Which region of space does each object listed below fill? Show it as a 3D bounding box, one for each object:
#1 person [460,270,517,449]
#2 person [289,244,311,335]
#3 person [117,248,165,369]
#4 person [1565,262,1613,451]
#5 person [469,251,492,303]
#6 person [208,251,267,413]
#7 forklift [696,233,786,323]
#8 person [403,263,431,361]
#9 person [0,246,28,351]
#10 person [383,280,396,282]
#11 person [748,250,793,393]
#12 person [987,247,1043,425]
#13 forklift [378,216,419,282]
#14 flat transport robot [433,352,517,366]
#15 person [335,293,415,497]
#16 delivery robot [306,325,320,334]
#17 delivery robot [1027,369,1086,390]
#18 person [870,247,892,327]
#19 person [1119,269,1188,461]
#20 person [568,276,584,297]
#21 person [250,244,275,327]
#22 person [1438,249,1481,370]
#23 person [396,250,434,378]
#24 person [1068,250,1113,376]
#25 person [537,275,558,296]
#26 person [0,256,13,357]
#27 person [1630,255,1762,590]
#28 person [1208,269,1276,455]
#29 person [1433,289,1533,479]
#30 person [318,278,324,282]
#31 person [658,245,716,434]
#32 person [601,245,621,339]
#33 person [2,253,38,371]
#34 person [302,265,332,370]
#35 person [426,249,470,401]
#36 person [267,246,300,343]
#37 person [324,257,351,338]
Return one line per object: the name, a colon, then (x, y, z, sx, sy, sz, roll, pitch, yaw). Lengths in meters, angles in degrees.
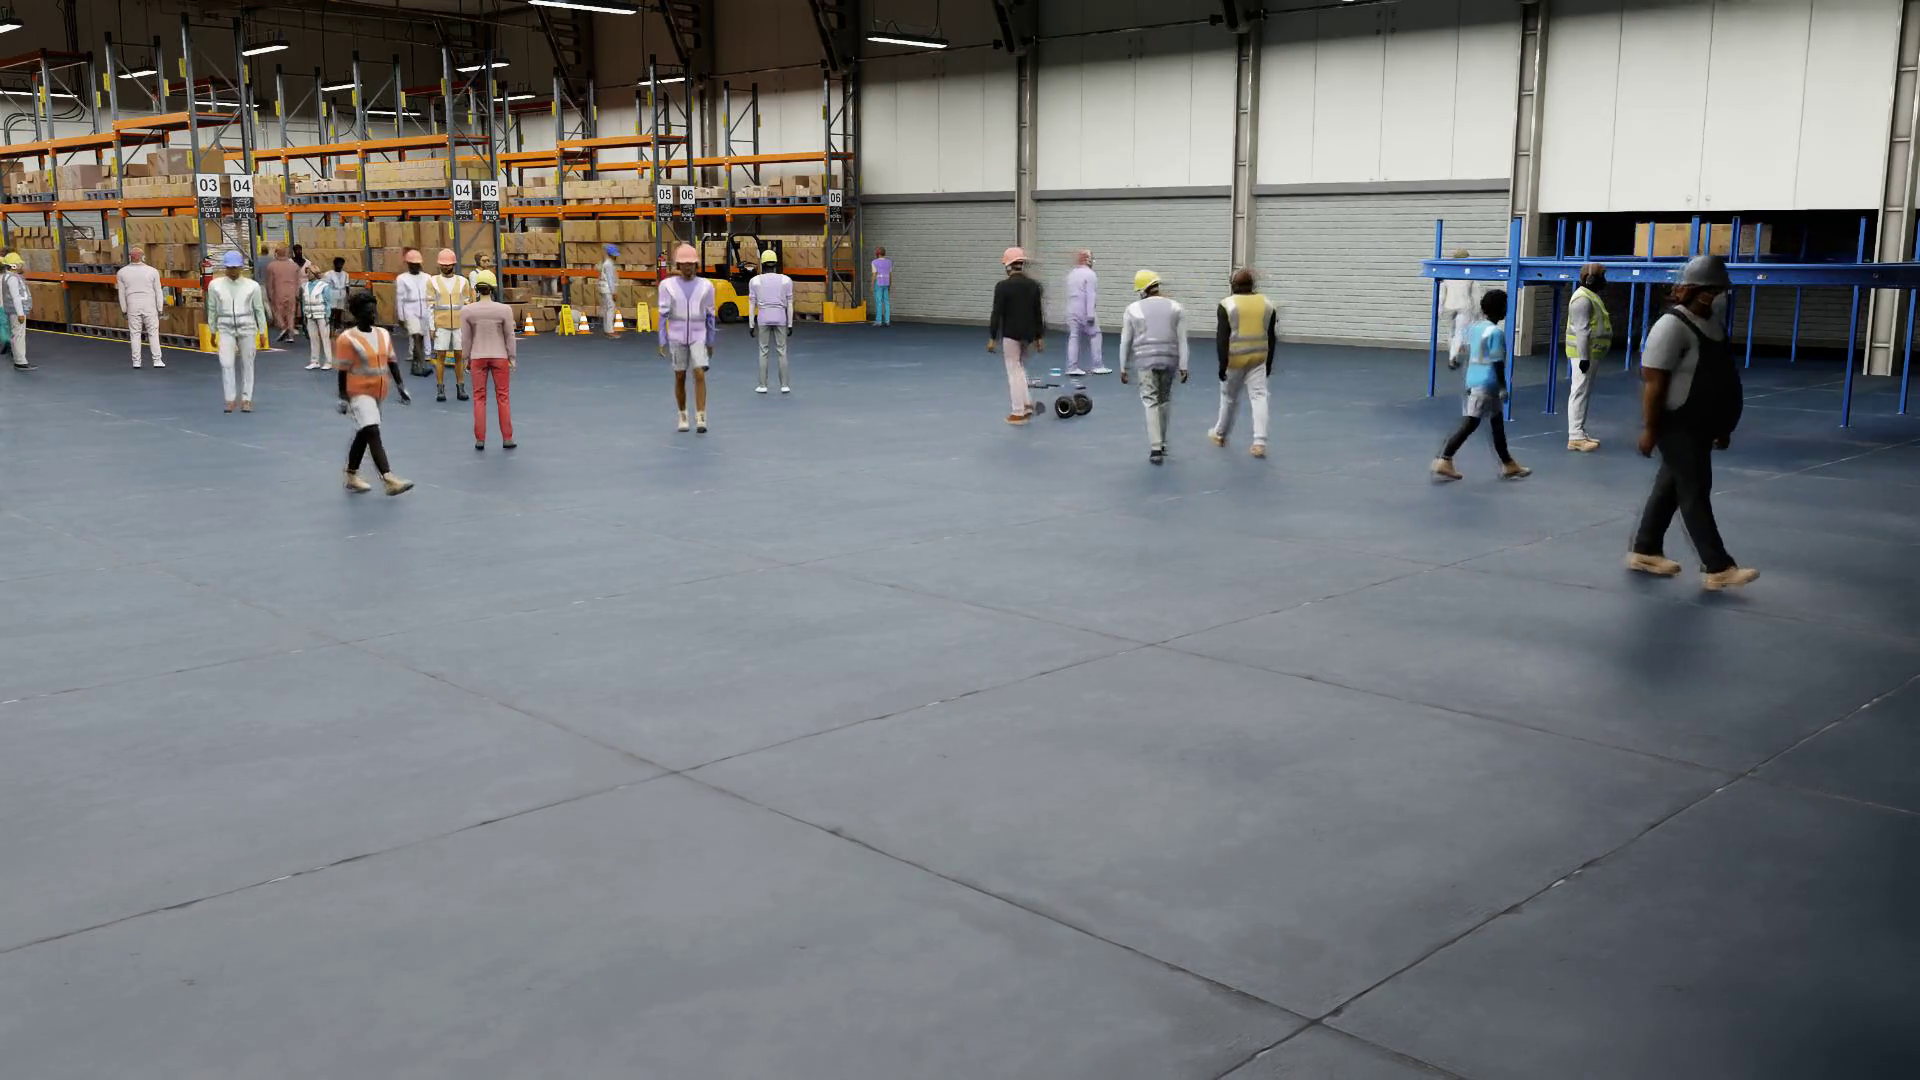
person: (-4.677, -1.790, 16.539, 0.532, 1.768, 0.311, -2, 11, -9)
person: (-14.143, -5.364, 35.610, 0.396, 1.919, 0.590, 9, 14, 41)
person: (-13.071, -3.703, 26.589, 0.647, 1.908, 0.409, -3, 11, -17)
person: (6.244, -1.828, 16.534, 0.429, 1.846, 0.627, 5, 12, 26)
person: (-7.769, -3.768, 27.106, 0.338, 1.845, 0.514, 3, 11, 14)
person: (-8.590, -2.461, 19.767, 0.651, 1.913, 0.843, -3, 11, -18)
forklift: (-5.496, -6.489, 41.108, 2.313, 2.155, 1.214, -10, 14, -44)
person: (-9.167, -3.906, 28.078, 0.532, 1.767, 0.328, 0, 10, 0)
person: (-17.486, -4.431, 30.562, 0.474, 1.903, 0.709, 7, 13, 34)
person: (-17.025, -7.940, 49.753, 0.823, 1.879, 0.642, 3, 11, 17)
person: (-2.555, -2.951, 22.488, 0.597, 1.914, 0.414, -1, 10, -8)
person: (0.616, -2.297, 18.752, 0.625, 1.972, 0.523, -9, 14, -41)
forklift: (-17.868, -9.201, 54.028, 1.873, 2.768, 1.129, -10, 14, -44)
flat transport robot: (-7.869, -2.929, 26.947, 1.431, 0.197, 0.652, 9, 14, 40)
person: (-4.786, -1.185, 13.546, 0.888, 1.641, 0.548, 4, 11, 23)
delivery robot: (-13.179, -4.421, 34.051, 0.477, 0.478, 0.707, -3, 11, -14)
delivery robot: (1.137, -1.907, 19.631, 0.698, 0.223, 0.335, 6, 12, 30)
person: (-1.825, -5.896, 38.709, 0.575, 1.843, 0.375, -9, 14, -40)
person: (1.822, -1.653, 15.725, 0.613, 1.782, 0.780, -2, 11, -10)
person: (-10.447, -7.109, 45.274, 0.574, 1.872, 0.421, -10, 15, -44)
person: (-16.111, -5.901, 38.604, 0.949, 1.908, 0.639, 9, 14, 42)
person: (7.891, -3.653, 26.363, 0.640, 1.906, 0.969, 7, 12, 32)
person: (-8.091, -3.378, 24.872, 0.566, 1.884, 0.990, -9, 14, -40)
person: (1.972, -3.424, 25.122, 0.813, 1.876, 0.680, -6, 12, -30)
person: (-10.978, -6.921, 44.438, 0.644, 1.788, 0.970, -6, 12, -30)
person: (-16.693, -4.086, 29.101, 0.524, 1.748, 0.365, -7, 13, -34)
person: (4.520, -0.729, 10.117, 0.699, 2.000, 0.926, -9, 14, -41)
person: (2.764, -1.744, 16.257, 0.657, 1.777, 1.006, -3, 11, -14)
person: (4.544, -1.344, 14.426, 0.883, 1.651, 0.546, 1, 10, 4)
person: (-17.230, -7.067, 45.145, 0.592, 1.846, 0.948, -10, 14, -43)
person: (-2.905, -2.131, 17.762, 0.632, 1.998, 1.013, -2, 11, -12)
person: (-7.196, -5.113, 34.309, 0.404, 1.907, 0.792, -3, 11, -14)
person: (-14.848, -3.602, 26.228, 0.403, 1.837, 0.591, -8, 13, -36)
person: (-10.150, -3.509, 26.255, 0.517, 1.639, 0.314, 4, 11, 21)
person: (-6.563, -2.770, 21.424, 0.547, 1.934, 0.376, -5, 12, -27)
person: (-13.414, -4.867, 32.992, 0.643, 1.891, 0.424, -8, 13, -38)
person: (-12.922, -5.039, 34.525, 0.392, 1.663, 0.551, 8, 13, 38)
